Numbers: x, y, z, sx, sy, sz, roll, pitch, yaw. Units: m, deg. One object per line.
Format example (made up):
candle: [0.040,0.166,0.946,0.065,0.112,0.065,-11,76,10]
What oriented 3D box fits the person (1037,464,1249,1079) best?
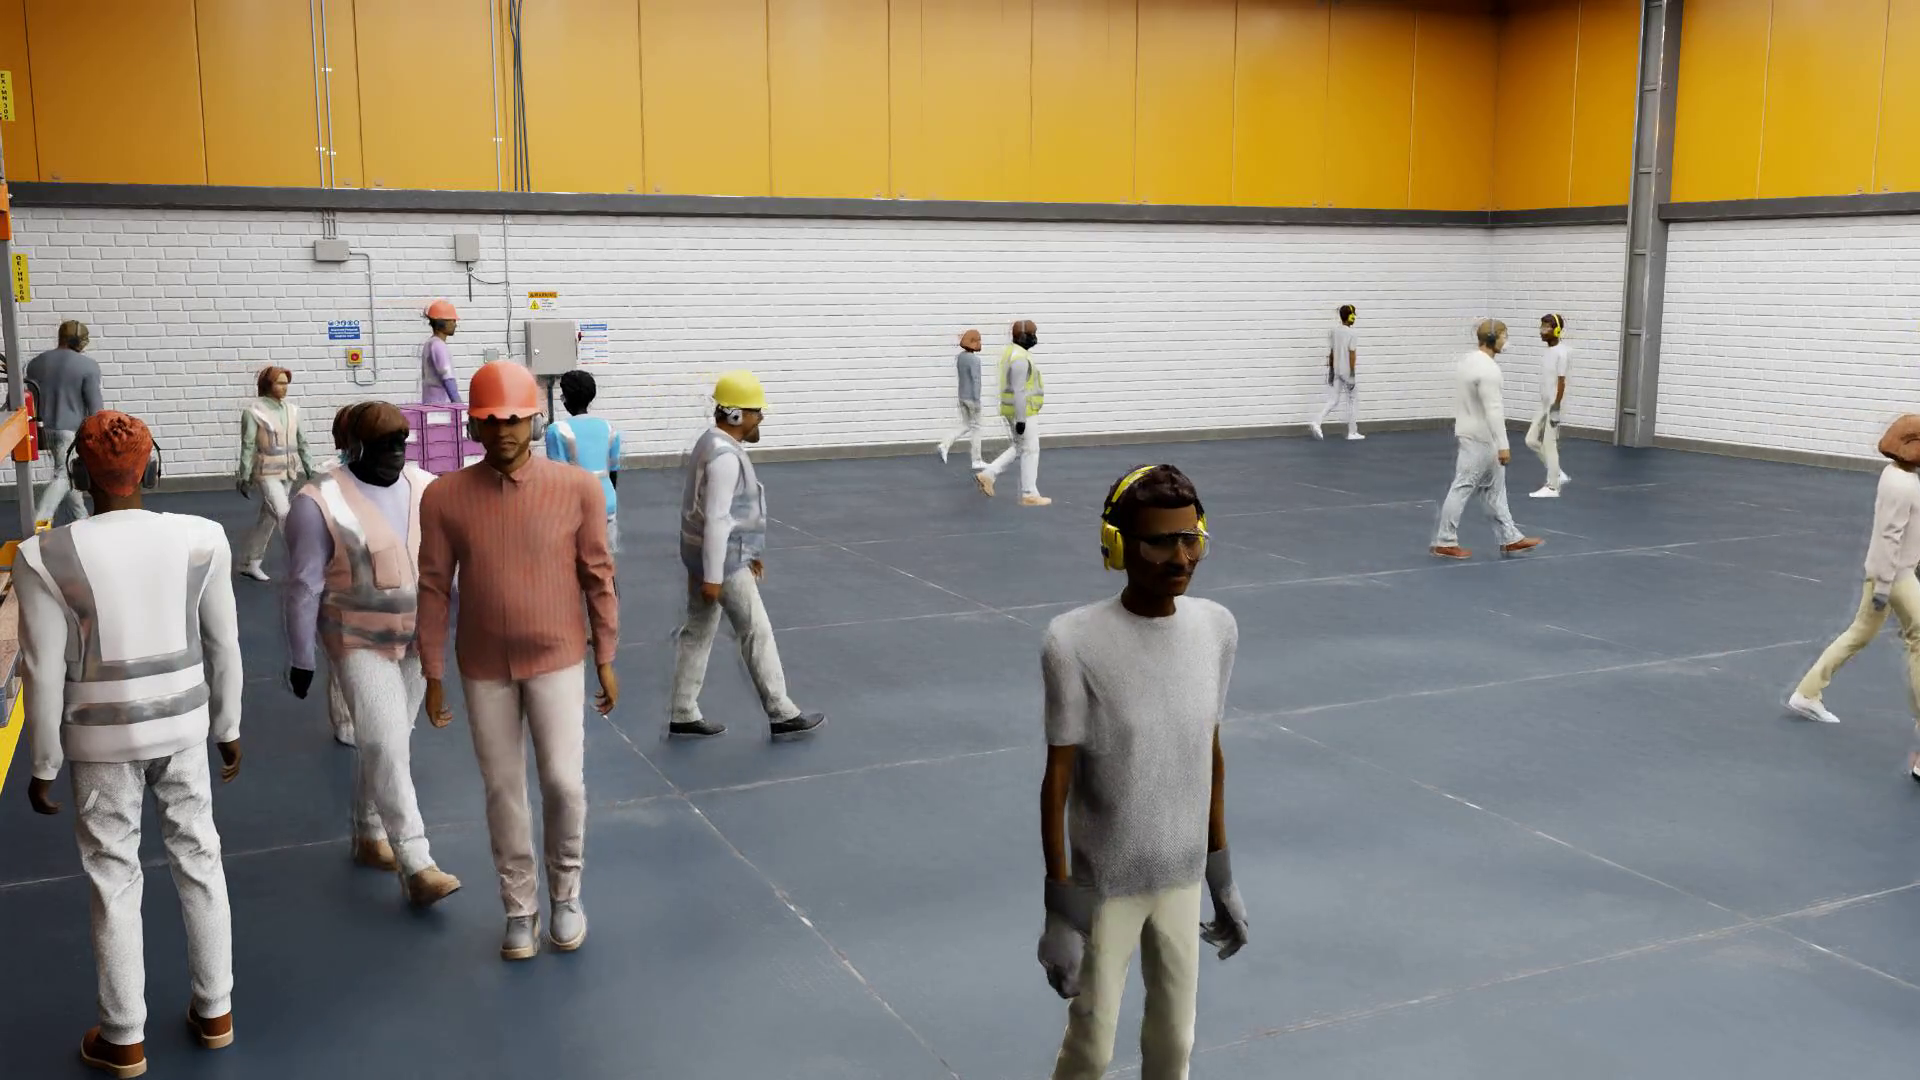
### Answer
person: [0.395,0.751,3.667,0.529,1.869,0.329,-5,10,-27]

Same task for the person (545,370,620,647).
person: [-2.321,-0.186,10.052,0.612,1.672,0.561,8,12,40]

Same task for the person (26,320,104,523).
person: [-7.535,-0.899,13.917,0.684,1.880,0.994,2,9,10]

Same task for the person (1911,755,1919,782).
person: [4.424,0.231,6.914,0.421,1.863,0.719,0,9,-2]

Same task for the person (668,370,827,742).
person: [-1.040,0.086,8.007,0.840,1.789,0.605,-3,10,-18]

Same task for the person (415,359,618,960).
person: [-1.448,0.406,5.436,0.648,1.981,0.456,-1,9,-6]

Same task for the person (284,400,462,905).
person: [-2.015,0.400,6.052,0.934,1.796,0.654,6,11,34]

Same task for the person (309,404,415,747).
person: [-2.885,0.159,8.042,0.307,1.639,0.525,6,11,34]

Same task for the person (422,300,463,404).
person: [-4.779,-1.247,15.666,1.041,1.989,0.618,-3,10,-18]

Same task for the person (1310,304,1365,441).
person: [5.105,-2.246,22.347,0.841,1.847,0.521,-6,11,-31]

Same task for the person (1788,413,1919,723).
person: [4.552,0.167,8.137,0.834,1.592,0.501,4,10,24]

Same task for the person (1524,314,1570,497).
person: [5.897,-1.335,16.675,0.376,1.850,0.556,0,9,-3]

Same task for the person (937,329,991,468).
person: [0.065,-1.615,19.112,0.585,1.611,0.509,-5,10,-27]

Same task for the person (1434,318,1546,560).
person: [4.193,-0.772,12.988,0.949,1.897,0.663,1,9,9]

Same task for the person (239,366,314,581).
person: [-4.943,-0.462,12.043,0.879,1.587,0.526,3,10,20]

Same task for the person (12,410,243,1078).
person: [-2.333,0.572,4.722,0.584,1.882,0.347,-9,13,-44]

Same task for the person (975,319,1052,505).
person: [0.537,-1.230,16.101,0.635,1.817,0.629,-1,9,-7]
